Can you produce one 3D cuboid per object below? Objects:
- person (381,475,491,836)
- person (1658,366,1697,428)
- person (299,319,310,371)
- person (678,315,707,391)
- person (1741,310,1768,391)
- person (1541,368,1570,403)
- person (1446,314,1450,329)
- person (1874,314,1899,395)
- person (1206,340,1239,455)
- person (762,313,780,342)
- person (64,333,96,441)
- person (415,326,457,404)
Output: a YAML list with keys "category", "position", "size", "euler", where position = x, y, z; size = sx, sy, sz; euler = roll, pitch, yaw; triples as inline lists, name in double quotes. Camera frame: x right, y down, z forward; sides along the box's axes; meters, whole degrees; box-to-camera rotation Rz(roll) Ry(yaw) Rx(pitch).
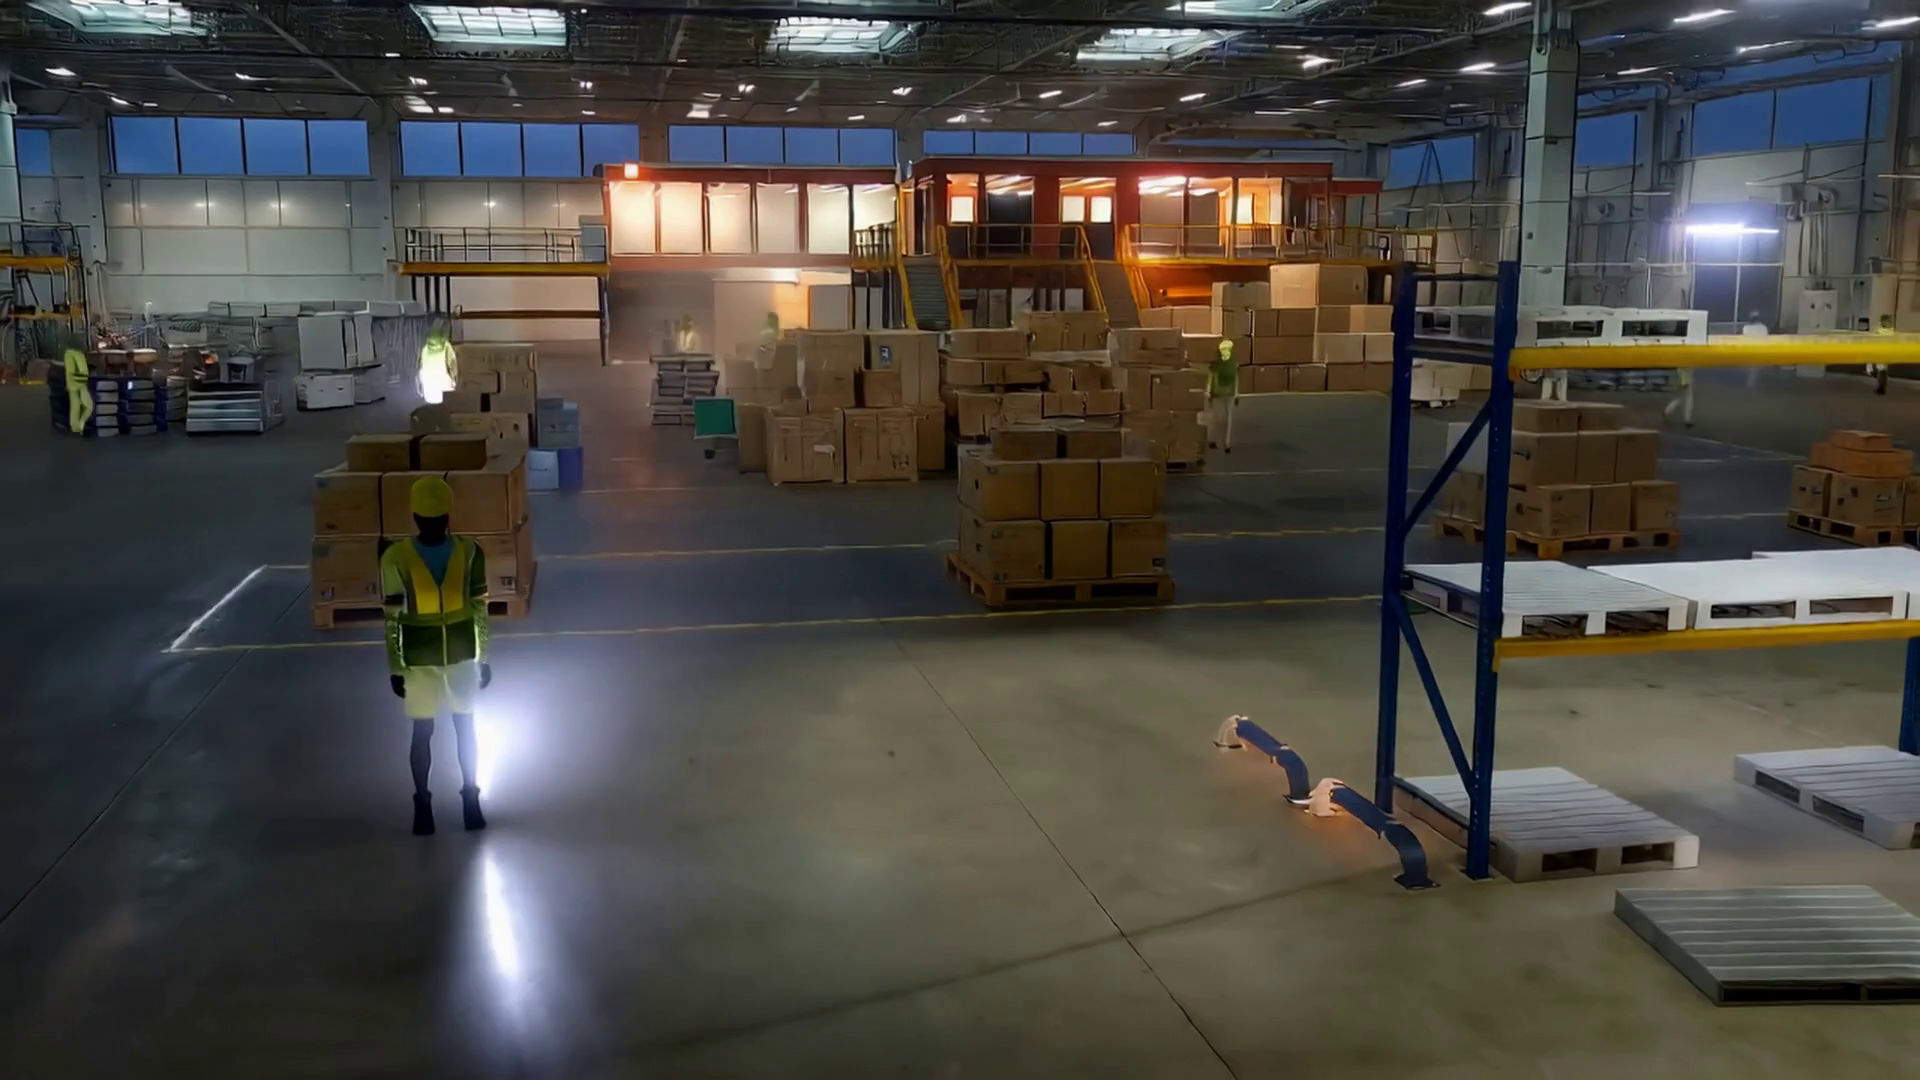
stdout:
- category: "person"
  position: [-2.752, 0.613, 8.802]
  size: [0.539, 1.929, 0.392]
  euler: [-4, 10, -25]
- category: "person"
  position: [13.566, -2.958, 31.297]
  size: [0.539, 1.679, 0.630]
  euler: [-7, 12, -38]
- category: "person"
  position: [-15.957, -4.515, 40.542]
  size: [0.329, 1.765, 0.533]
  euler: [-1, 9, -5]
- category: "person"
  position: [-5.714, -3.810, 35.552]
  size: [0.622, 2.008, 0.993]
  euler: [5, 11, 28]
- category: "person"
  position: [19.195, -4.577, 40.337]
  size: [0.951, 1.946, 0.616]
  euler: [-8, 13, -42]
- category: "person"
  position: [11.315, -3.085, 31.702]
  size: [0.933, 1.793, 0.644]
  euler: [-6, 11, -32]
- category: "person"
  position: [13.554, -5.457, 45.732]
  size: [0.398, 1.942, 0.615]
  euler: [-4, 10, -25]
- category: "person"
  position: [21.835, -4.371, 39.301]
  size: [0.564, 1.912, 0.829]
  euler: [1, 9, 6]
- category: "person"
  position: [4.244, -2.315, 26.916]
  size: [0.524, 1.844, 0.820]
  euler: [0, 9, -1]
- category: "person"
  position: [-4.517, -4.488, 39.925]
  size: [0.460, 1.908, 0.604]
  euler: [7, 11, 36]
- category: "person"
  position: [-15.233, -2.633, 28.732]
  size: [0.437, 1.867, 0.615]
  euler: [0, 9, 1]
- category: "person"
  position: [-9.146, -2.757, 28.982]
  size: [0.691, 2.000, 1.059]
  euler: [0, 9, -2]
